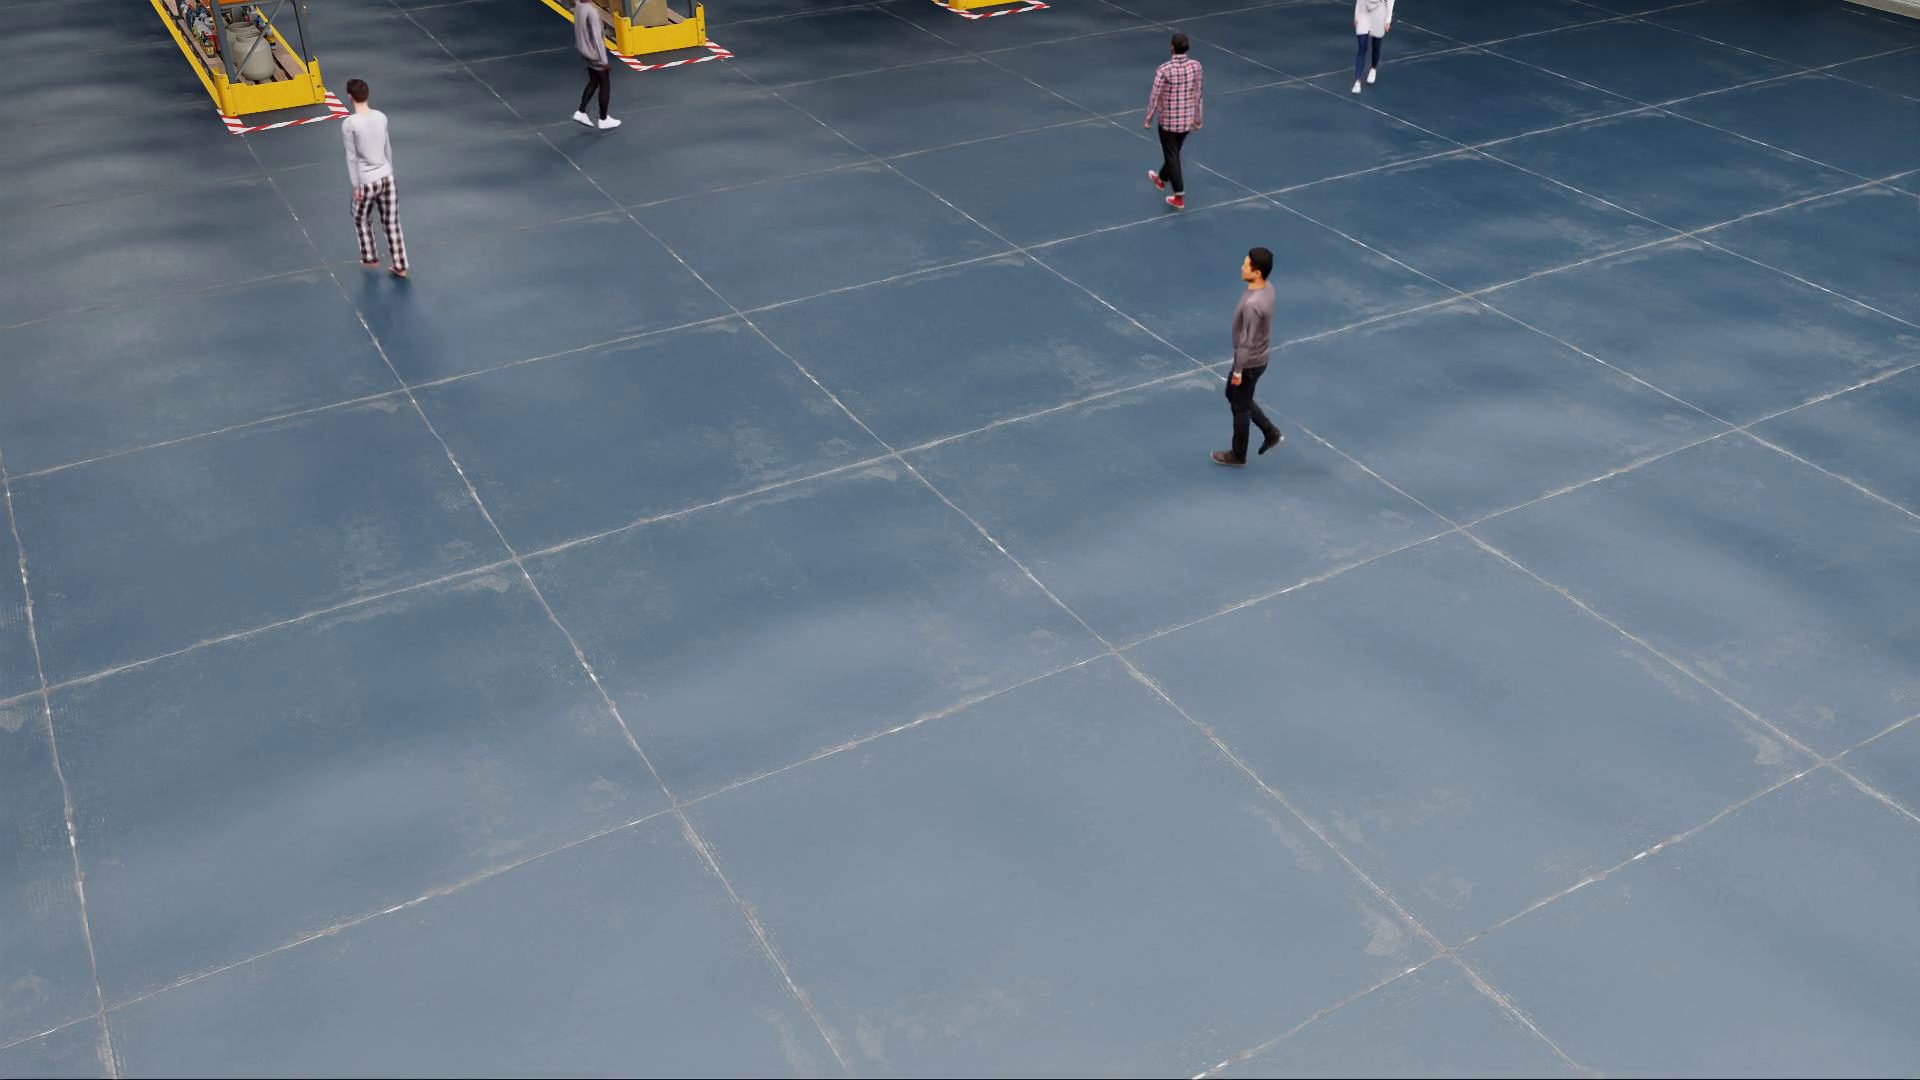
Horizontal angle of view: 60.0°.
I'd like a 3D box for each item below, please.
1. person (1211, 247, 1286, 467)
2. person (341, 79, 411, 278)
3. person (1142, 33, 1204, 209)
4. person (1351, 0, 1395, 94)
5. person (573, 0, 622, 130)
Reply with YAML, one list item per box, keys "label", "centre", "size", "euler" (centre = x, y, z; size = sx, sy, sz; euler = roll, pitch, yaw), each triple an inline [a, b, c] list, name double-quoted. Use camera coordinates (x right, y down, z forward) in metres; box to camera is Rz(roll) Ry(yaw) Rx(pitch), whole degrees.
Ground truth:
- label: "person"
  centre: [2.207, -1.311, 12.242]
  size: [0.935, 1.762, 0.872]
  euler: [18, 37, 26]
- label: "person"
  centre: [-5.346, -3.293, 15.325]
  size: [0.970, 1.826, 0.818]
  euler: [26, 40, 34]
- label: "person"
  centre: [2.214, -4.227, 16.906]
  size: [0.778, 1.719, 1.098]
  euler: [-14, 35, -21]
- label: "person"
  centre: [5.066, -6.375, 20.303]
  size: [1.174, 1.726, 1.159]
  euler: [12, 34, 18]
- label: "person"
  centre: [-4.211, -5.495, 18.886]
  size: [0.776, 1.751, 0.780]
  euler: [-28, 42, -37]
